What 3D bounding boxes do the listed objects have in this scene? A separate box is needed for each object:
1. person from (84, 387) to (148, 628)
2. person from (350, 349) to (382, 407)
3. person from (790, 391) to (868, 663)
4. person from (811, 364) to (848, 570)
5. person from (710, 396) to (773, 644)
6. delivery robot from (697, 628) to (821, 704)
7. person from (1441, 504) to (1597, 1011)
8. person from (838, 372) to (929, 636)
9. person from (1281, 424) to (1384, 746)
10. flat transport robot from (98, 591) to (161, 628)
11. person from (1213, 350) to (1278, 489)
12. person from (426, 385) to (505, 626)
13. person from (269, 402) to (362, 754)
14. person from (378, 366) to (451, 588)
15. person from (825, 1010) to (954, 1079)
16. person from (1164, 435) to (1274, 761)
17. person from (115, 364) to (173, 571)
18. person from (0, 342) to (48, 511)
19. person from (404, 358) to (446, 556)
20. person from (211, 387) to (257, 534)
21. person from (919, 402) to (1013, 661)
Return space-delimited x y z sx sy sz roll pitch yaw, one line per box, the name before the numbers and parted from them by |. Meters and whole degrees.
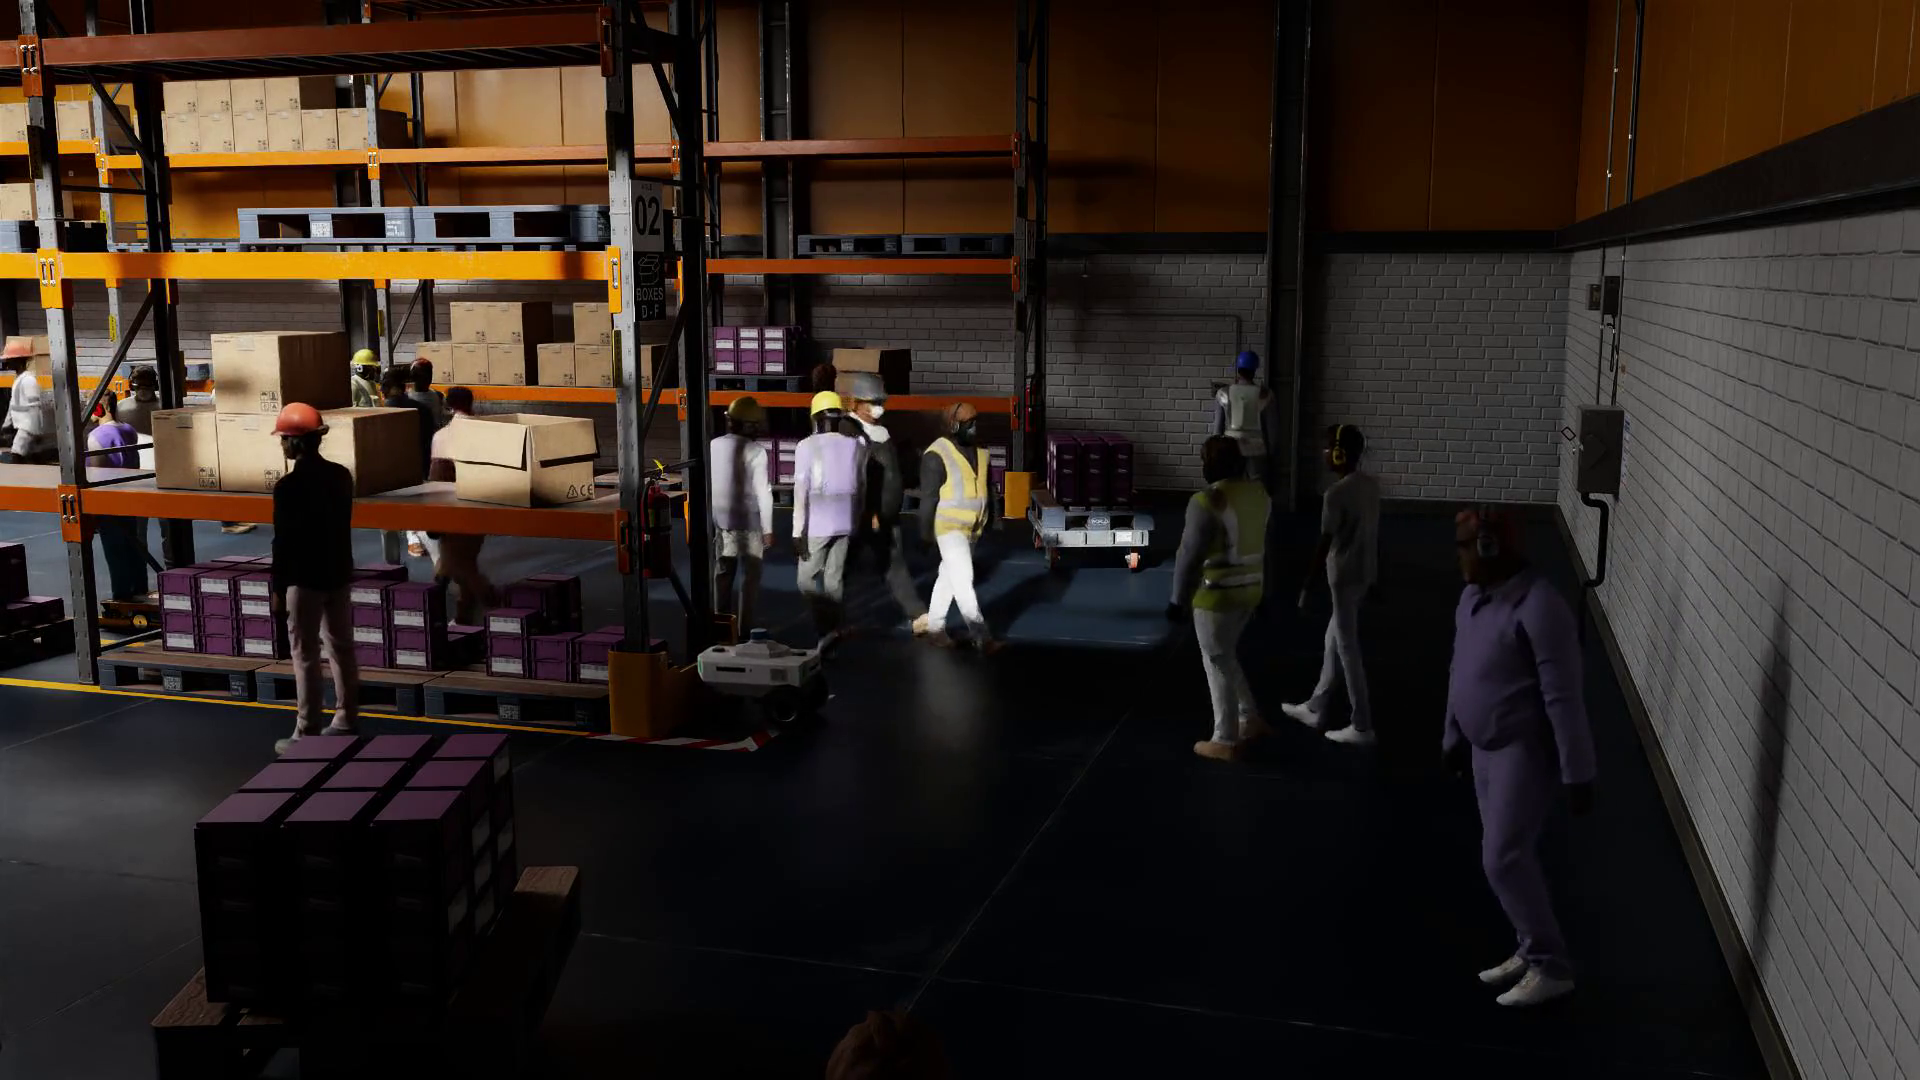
person | -6.430 -0.248 12.705 0.380 1.836 0.560 0 9 1
person | -6.628 -1.215 18.602 0.403 1.834 0.586 1 9 3
person | -0.922 -0.086 11.569 0.653 1.877 0.542 -6 11 -34
person | -1.169 -0.660 15.137 0.368 1.865 0.635 3 10 18
person | -1.587 -0.132 12.057 0.606 1.818 0.403 6 11 34
delivery robot | -1.216 0.778 10.052 0.707 0.478 0.477 2 10 11
person | 2.077 0.796 6.242 0.517 1.867 0.666 -1 9 -5
person | -0.615 -0.265 12.178 1.018 2.000 0.694 6 11 33
person | 2.113 0.252 9.616 0.750 1.843 0.564 8 12 40
flat transport robot | -5.764 0.534 12.692 1.431 0.197 0.652 2 10 15
person | 2.762 -0.862 16.102 0.615 1.945 0.404 2 10 14
person | -3.587 -0.195 12.259 0.766 1.879 0.668 4 10 21
person | -3.646 0.221 9.372 0.403 1.993 0.618 3 10 18
person | -4.648 -0.497 13.963 0.811 1.918 0.639 7 12 38
person | -0.105 1.509 2.604 0.509 1.631 0.268 -1 9 -6
person | 1.444 0.328 9.248 0.473 1.821 0.623 9 13 42
person | -6.800 -0.507 13.982 0.628 1.935 0.373 -4 10 -24
person | -10.701 -1.285 18.843 0.853 1.897 0.555 -6 11 -33
person | -5.117 -0.794 15.887 0.355 1.883 0.576 7 11 35
person | -7.514 -0.976 17.149 0.339 1.840 0.511 -1 9 -3
person | 0.061 -0.069 11.718 0.932 1.793 0.639 7 12 36
